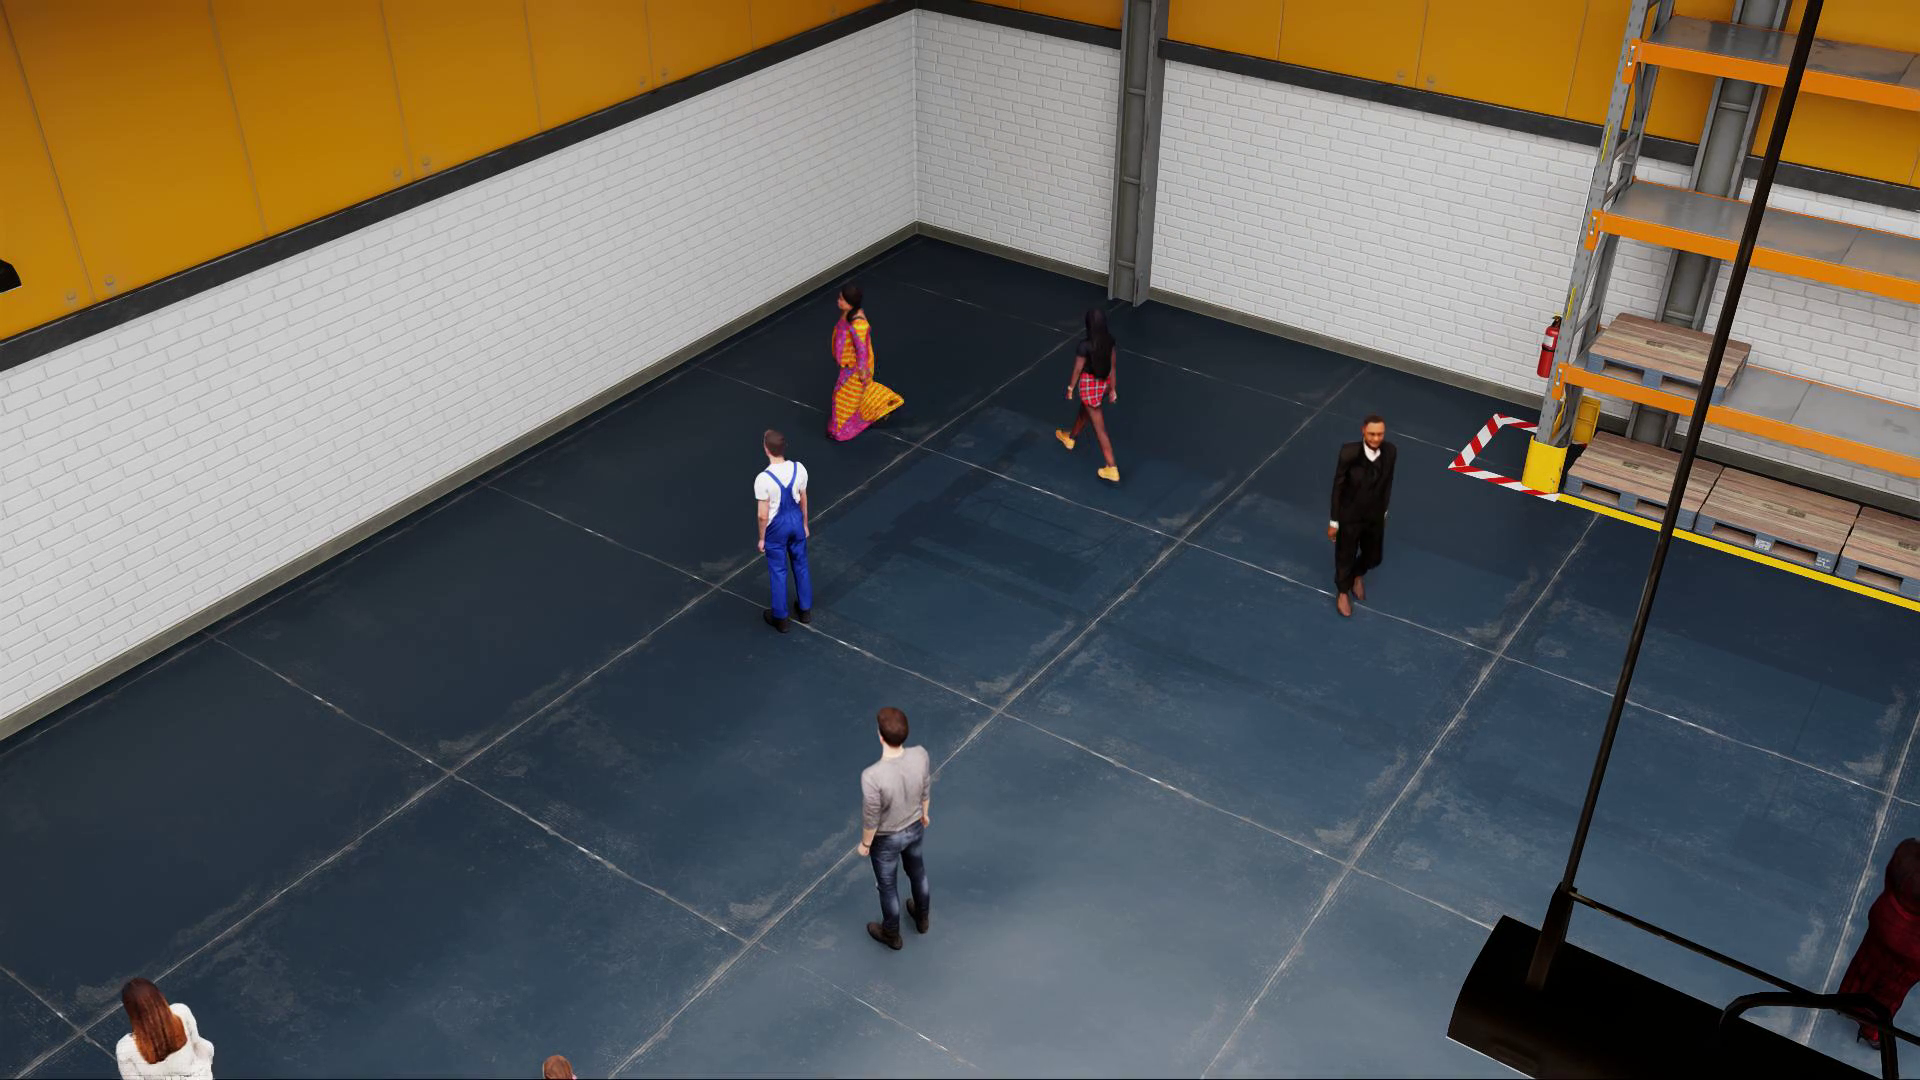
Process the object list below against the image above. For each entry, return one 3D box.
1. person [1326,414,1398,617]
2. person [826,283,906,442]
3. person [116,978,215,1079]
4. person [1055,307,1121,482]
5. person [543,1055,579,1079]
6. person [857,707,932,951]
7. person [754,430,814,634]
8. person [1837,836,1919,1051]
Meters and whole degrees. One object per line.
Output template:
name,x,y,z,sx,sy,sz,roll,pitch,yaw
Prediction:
person,3.328,-0.262,13.967,0.867,1.888,0.933,-1,34,-1
person,-0.979,-1.780,16.464,1.116,1.652,1.095,-8,34,-12
person,-4.234,3.078,9.131,0.679,1.679,0.657,-28,43,-36
person,1.330,-1.349,15.804,0.820,1.664,1.298,-26,41,-33
person,-2.233,3.284,9.414,0.449,1.022,0.433,19,38,26
person,-0.400,1.871,10.742,0.763,1.905,0.702,-22,39,-29
person,-1.457,-0.085,13.734,0.709,1.851,0.696,-19,38,-26
person,5.734,2.374,10.122,0.801,1.753,0.762,-2,34,-3
